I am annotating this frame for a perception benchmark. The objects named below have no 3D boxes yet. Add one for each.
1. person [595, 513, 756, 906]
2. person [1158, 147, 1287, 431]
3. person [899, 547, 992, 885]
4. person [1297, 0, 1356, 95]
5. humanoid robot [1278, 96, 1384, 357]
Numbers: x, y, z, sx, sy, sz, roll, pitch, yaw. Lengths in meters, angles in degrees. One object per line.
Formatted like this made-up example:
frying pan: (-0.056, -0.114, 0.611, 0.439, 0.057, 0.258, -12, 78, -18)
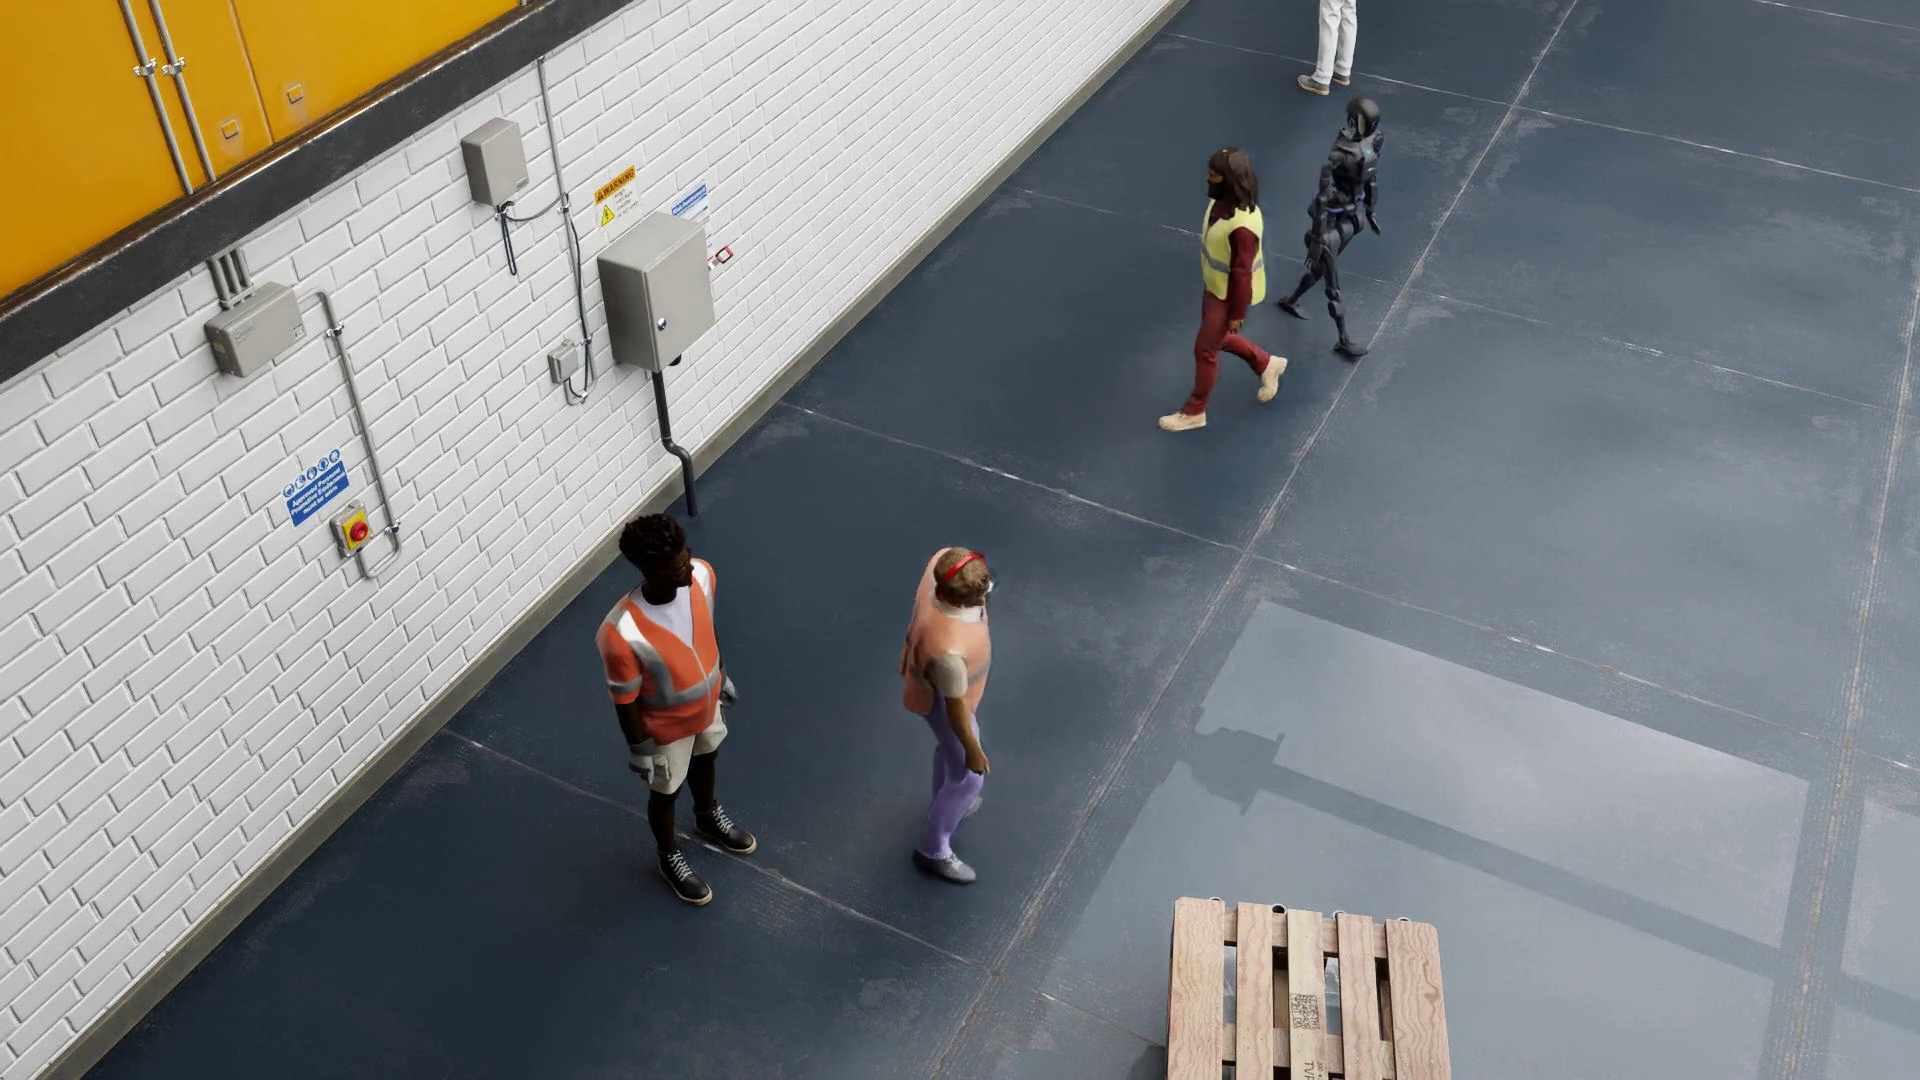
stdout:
person: (-1.139, 0.679, 6.752, 0.363, 1.965, 0.610, 23, 46, 24)
person: (1.549, -1.405, 9.342, 0.728, 1.748, 0.486, -7, 41, -8)
person: (-0.056, 0.666, 6.896, 0.382, 1.813, 0.629, -4, 41, -5)
person: (2.903, -4.324, 12.626, 0.353, 1.878, 0.565, 32, 50, 31)
humanoid robot: (2.321, -1.931, 10.037, 0.601, 1.626, 0.791, -30, 49, -30)
